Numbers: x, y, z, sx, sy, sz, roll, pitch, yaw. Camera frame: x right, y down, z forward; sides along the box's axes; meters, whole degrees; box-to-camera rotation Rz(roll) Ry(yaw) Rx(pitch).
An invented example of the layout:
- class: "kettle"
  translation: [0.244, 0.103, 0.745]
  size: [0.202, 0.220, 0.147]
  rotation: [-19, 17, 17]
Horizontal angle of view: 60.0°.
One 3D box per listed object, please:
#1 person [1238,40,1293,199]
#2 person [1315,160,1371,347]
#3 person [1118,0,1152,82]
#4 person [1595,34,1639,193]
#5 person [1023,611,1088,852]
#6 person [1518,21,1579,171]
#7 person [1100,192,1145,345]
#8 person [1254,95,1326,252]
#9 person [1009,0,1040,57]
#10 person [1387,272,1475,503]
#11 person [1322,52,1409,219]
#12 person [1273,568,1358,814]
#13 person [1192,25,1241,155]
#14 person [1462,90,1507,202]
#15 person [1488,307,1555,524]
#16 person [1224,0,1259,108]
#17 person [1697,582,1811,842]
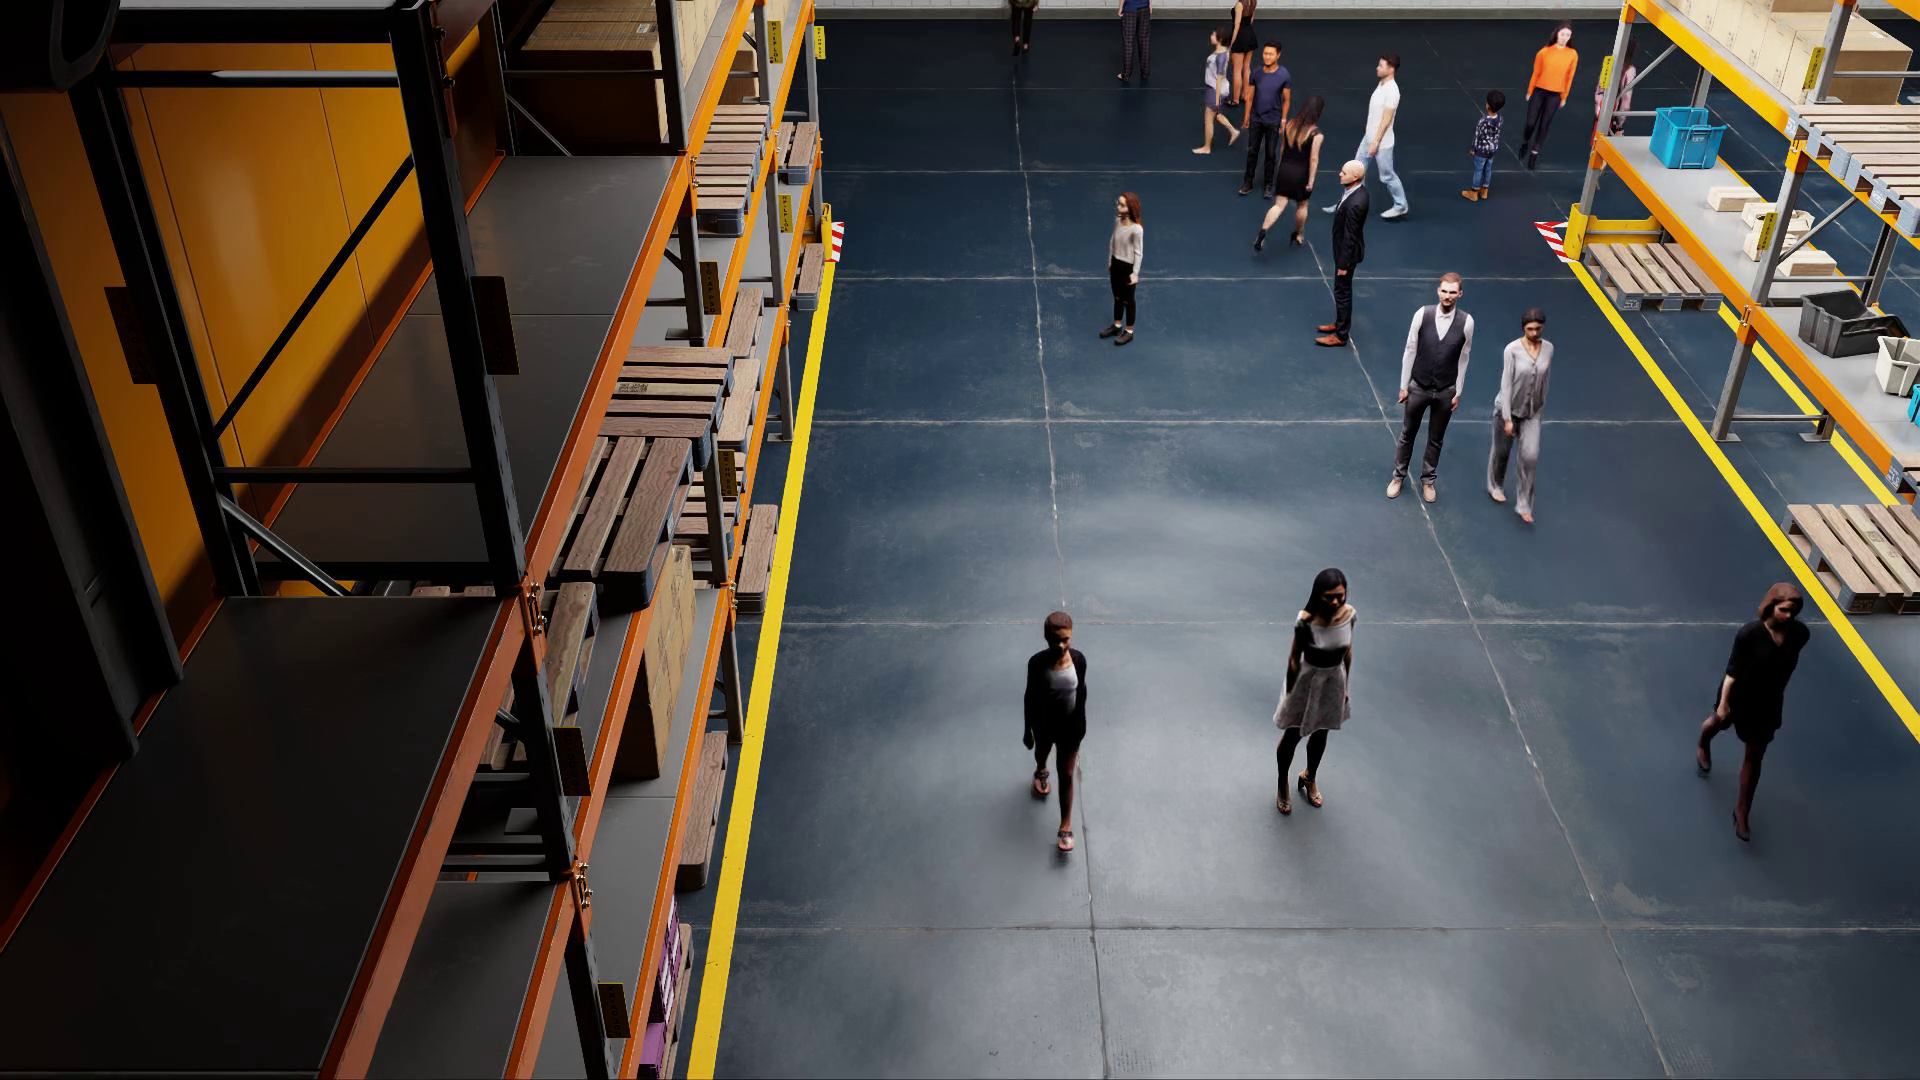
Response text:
- class: "person"
  translation: [3.431, -4.724, 18.624]
  size: [0.716, 1.790, 0.659]
  rotation: [12, 35, 18]
- class: "person"
  translation: [3.632, -2.696, 15.567]
  size: [0.801, 1.797, 0.605]
  rotation: [8, 34, 12]
- class: "person"
  translation: [2.339, -7.047, 22.048]
  size: [0.716, 1.870, 0.634]
  rotation: [-8, 34, -11]
- class: "person"
  translation: [7.227, -4.739, 18.639]
  size: [0.864, 1.800, 0.807]
  rotation: [-23, 40, -31]
- class: "person"
  translation: [0.567, 1.049, 10.189]
  size: [0.581, 1.514, 1.060]
  rotation: [-1, 34, -2]
- class: "person"
  translation: [6.840, -5.202, 19.395]
  size: [0.698, 1.734, 0.727]
  rotation: [9, 35, 14]
- class: "person"
  translation: [1.559, -2.576, 15.668]
  size: [0.680, 1.485, 0.595]
  rotation: [-22, 40, -30]
- class: "person"
  translation: [3.423, -3.731, 17.234]
  size: [1.097, 1.675, 1.155]
  rotation: [25, 41, 32]
- class: "person"
  translation: [0.858, -7.384, 22.921]
  size: [0.622, 1.464, 0.831]
  rotation: [3, 34, 5]
- class: "person"
  translation: [3.758, -1.234, 13.241]
  size: [0.712, 1.938, 0.659]
  rotation: [8, 35, 12]
- class: "person"
  translation: [4.620, -4.313, 17.981]
  size: [0.802, 1.818, 1.127]
  rotation: [-3, 34, -4]
- class: "person"
  translation: [2.167, 0.923, 10.143]
  size: [0.715, 1.774, 0.716]
  rotation: [-8, 34, -12]
- class: "person"
  translation: [3.118, -5.350, 19.780]
  size: [0.693, 1.554, 0.760]
  rotation: [5, 34, 7]
- class: "person"
  translation: [5.910, -4.438, 18.682]
  size: [0.569, 1.251, 0.603]
  rotation: [-13, 36, -19]
- class: "person"
  translation: [4.364, -1.066, 13.159]
  size: [0.631, 1.749, 0.880]
  rotation: [-4, 34, -6]
- class: "person"
  translation: [3.601, -6.381, 21.223]
  size: [0.739, 1.674, 0.674]
  rotation: [27, 42, 34]
- class: "person"
  translation: [4.820, 0.931, 10.244]
  size: [0.623, 1.649, 1.074]
  rotation: [1, 34, 2]
